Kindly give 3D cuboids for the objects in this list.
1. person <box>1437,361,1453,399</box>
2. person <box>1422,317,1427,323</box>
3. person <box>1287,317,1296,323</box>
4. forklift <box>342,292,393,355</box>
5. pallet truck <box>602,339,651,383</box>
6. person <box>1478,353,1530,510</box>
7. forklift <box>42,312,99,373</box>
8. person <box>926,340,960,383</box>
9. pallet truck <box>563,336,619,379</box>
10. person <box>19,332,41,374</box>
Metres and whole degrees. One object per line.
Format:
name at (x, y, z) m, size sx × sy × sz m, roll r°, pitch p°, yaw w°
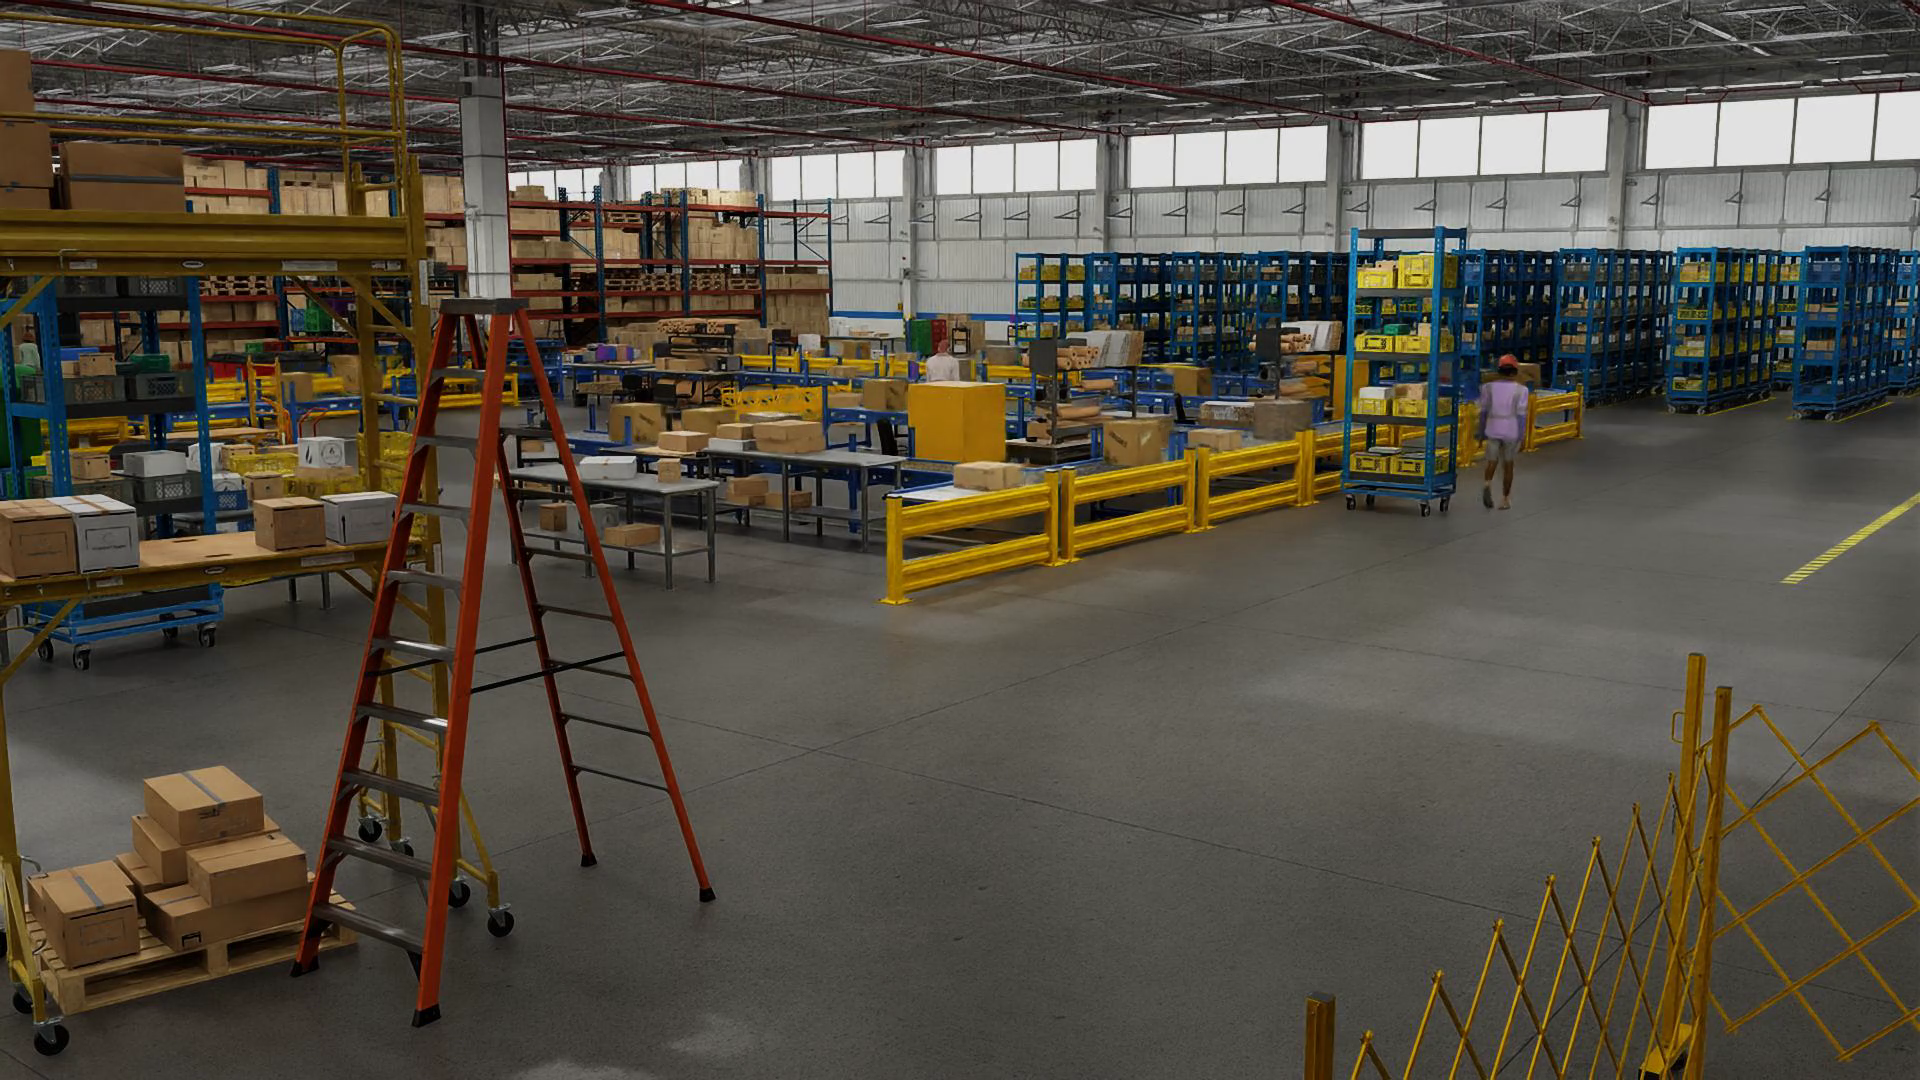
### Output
person at (10.199, -3.452, 35.164) m, size 0.883 × 1.728 × 0.532 m, roll 7°, pitch 12°, yaw 38°
person at (13.137, -5.394, 46.964) m, size 0.592 × 1.830 × 0.404 m, roll 1°, pitch 9°, yaw 5°
person at (9.448, -5.758, 48.881) m, size 0.796 × 1.958 × 0.644 m, roll 7°, pitch 11°, yaw 36°
forklift at (-16.485, -5.622, 45.120) m, size 1.129 × 2.768 × 1.873 m, roll 7°, pitch 11°, yaw 37°
pallet truck at (-8.991, -4.871, 45.351) m, size 0.653 × 1.274 × 1.630 m, roll 7°, pitch 11°, yaw 37°
person at (6.903, -1.362, 21.194) m, size 0.626 × 2.028 × 0.733 m, roll 6°, pitch 11°, yaw 31°
forklift at (-23.779, -5.451, 44.052) m, size 1.873 × 2.768 × 1.129 m, roll 7°, pitch 11°, yaw 36°
person at (-0.276, -2.508, 28.763) m, size 0.640 × 1.897 × 0.399 m, roll 5°, pitch 10°, yaw 27°
pallet truck at (-10.690, -5.294, 48.215) m, size 1.601 × 1.201 × 0.680 m, roll -5°, pitch 10°, yaw -26°
person at (-22.307, -4.170, 39.934) m, size 0.500 × 1.633 × 0.282 m, roll 2°, pitch 9°, yaw 10°
